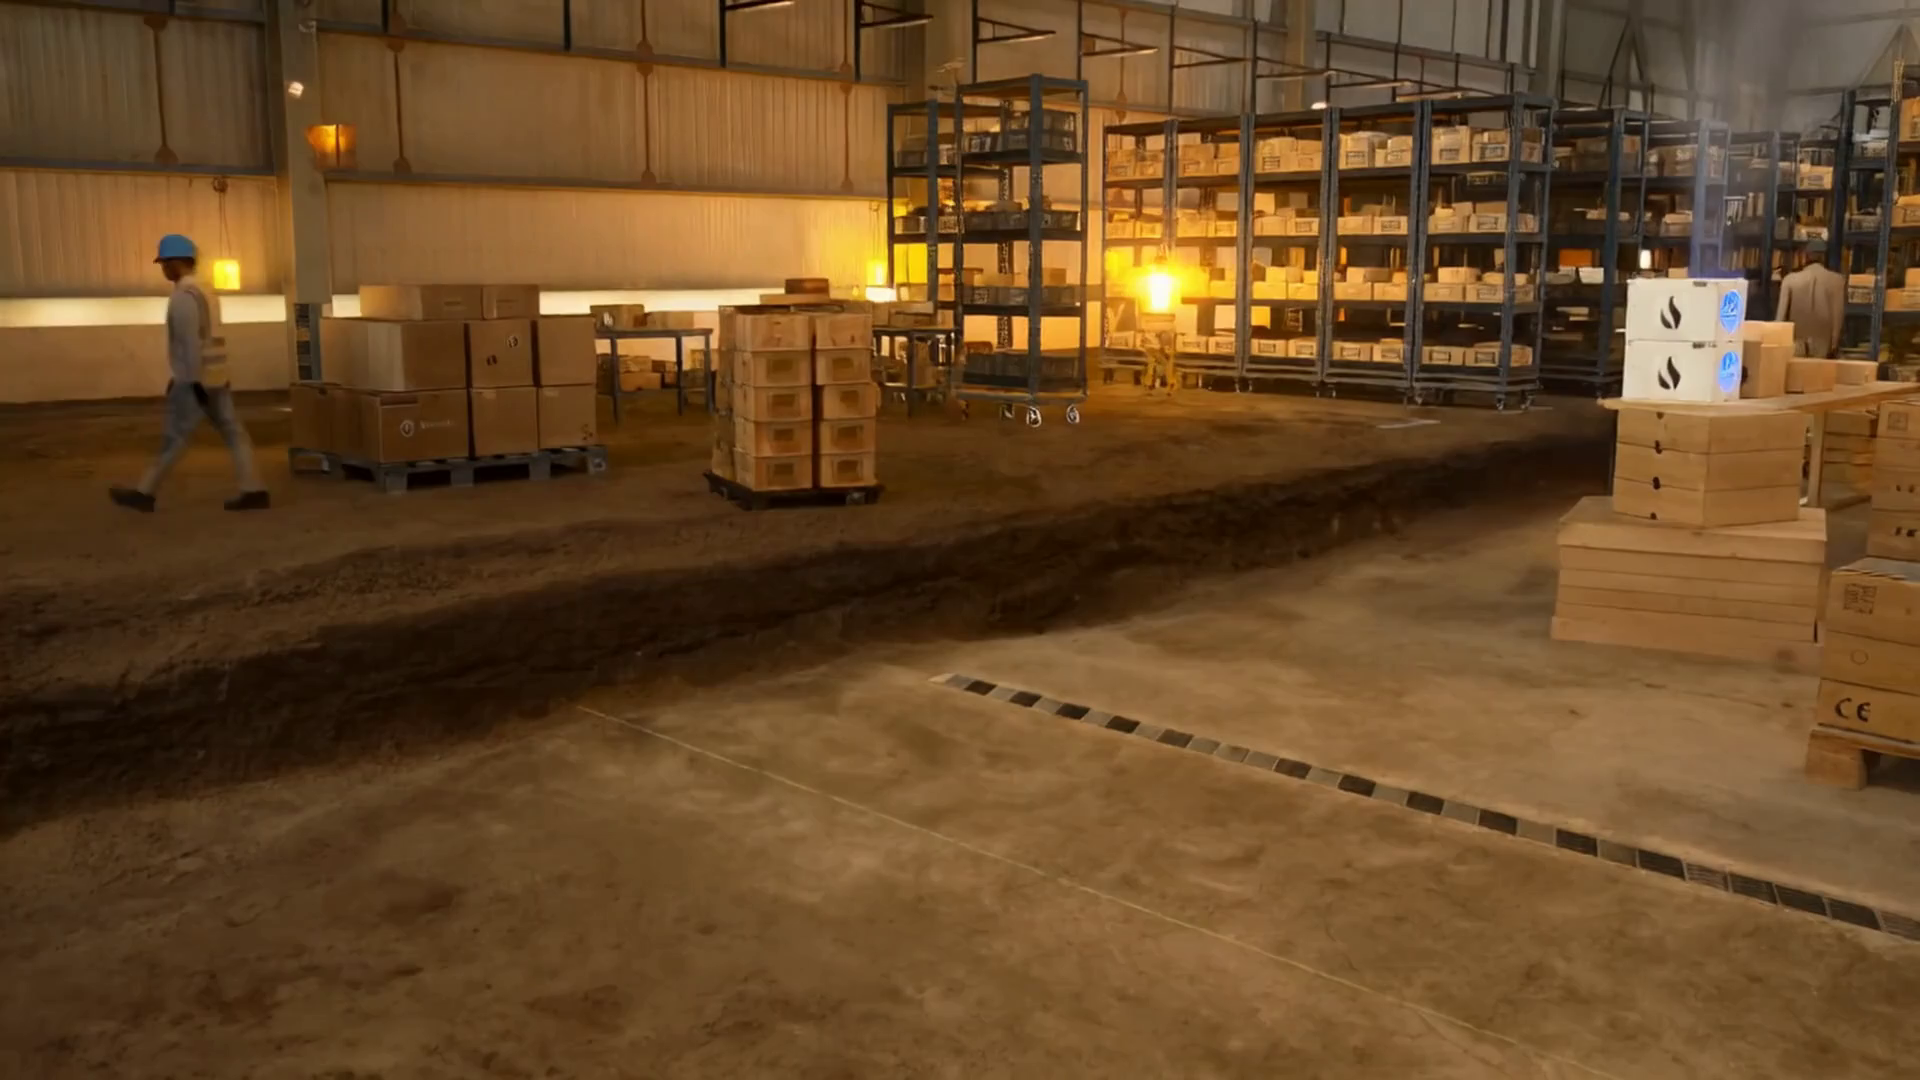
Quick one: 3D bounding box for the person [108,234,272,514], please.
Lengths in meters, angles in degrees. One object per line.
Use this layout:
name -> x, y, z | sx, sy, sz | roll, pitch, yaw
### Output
person -> -5.252, -1.119, 11.307 | 1.038, 1.885, 0.604 | -1, 10, -7

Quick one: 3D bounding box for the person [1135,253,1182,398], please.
person -> 2.493, -2.694, 20.968 | 0.601, 1.827, 0.403 | -1, 9, -5

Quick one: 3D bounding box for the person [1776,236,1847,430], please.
person -> 8.707, -2.112, 17.031 | 0.639, 1.973, 0.490 | 5, 11, 29

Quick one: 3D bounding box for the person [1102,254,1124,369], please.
person -> 2.449, -3.657, 26.719 | 0.374, 1.840, 0.569 | 0, 9, -1
